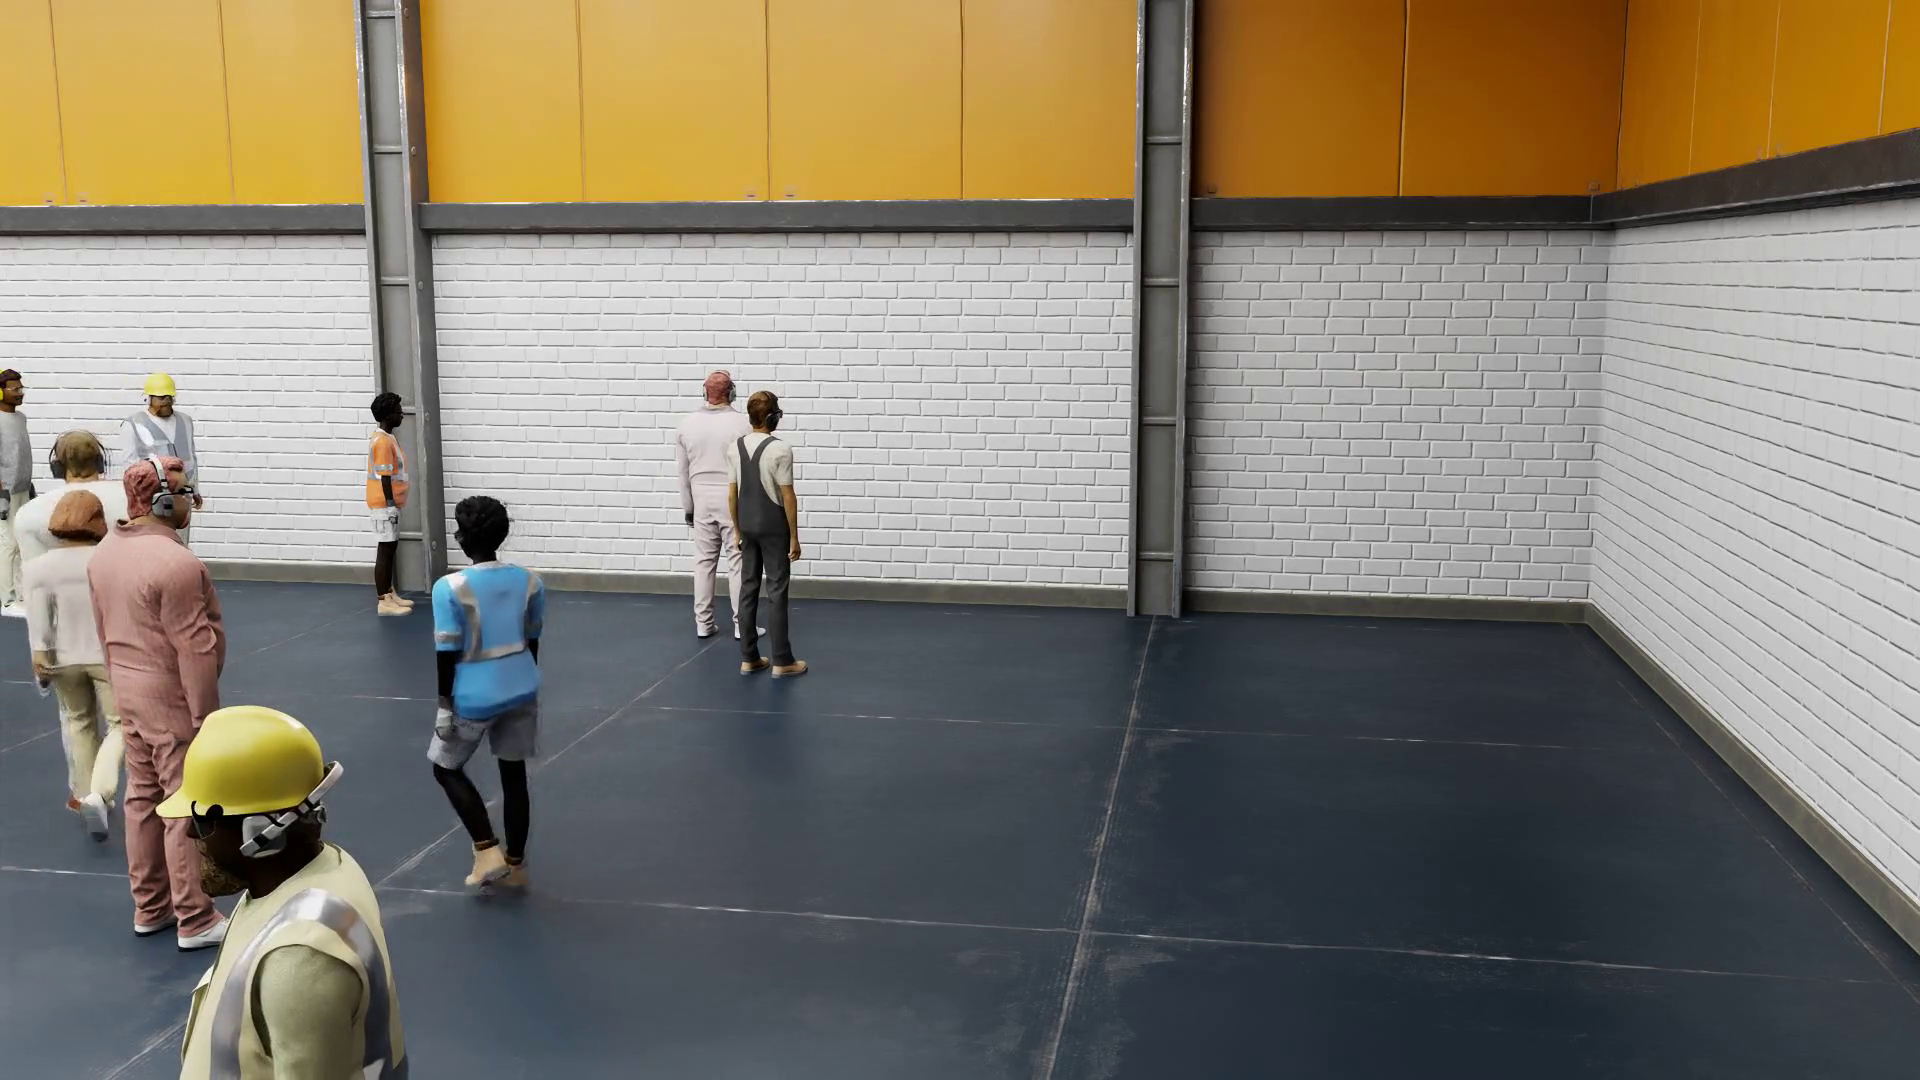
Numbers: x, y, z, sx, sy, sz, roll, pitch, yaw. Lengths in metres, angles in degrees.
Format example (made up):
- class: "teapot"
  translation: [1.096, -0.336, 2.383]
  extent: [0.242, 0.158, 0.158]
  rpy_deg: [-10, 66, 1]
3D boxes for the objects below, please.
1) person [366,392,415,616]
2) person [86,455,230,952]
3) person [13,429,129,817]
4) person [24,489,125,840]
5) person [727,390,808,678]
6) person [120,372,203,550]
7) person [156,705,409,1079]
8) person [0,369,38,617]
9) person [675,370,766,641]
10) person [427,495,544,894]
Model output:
- class: "person"
  translation: [-4.332, -0.272, 12.609]
  extent: [0.320, 1.694, 0.531]
  rpy_deg: [-2, 10, -14]
- class: "person"
  translation: [-3.028, 0.625, 6.407]
  extent: [0.648, 1.907, 0.409]
  rpy_deg: [6, 11, 35]
- class: "person"
  translation: [-3.977, 0.432, 7.736]
  extent: [0.651, 1.886, 0.872]
  rpy_deg: [-7, 11, -36]
- class: "person"
  translation: [-4.006, 0.568, 7.646]
  extent: [0.500, 1.607, 0.664]
  rpy_deg: [-1, 9, -9]
- class: "person"
  translation: [-1.245, -0.035, 10.665]
  extent: [0.506, 1.847, 0.343]
  rpy_deg: [5, 10, 28]
- class: "person"
  translation: [-6.145, -0.384, 12.867]
  extent: [0.404, 1.827, 0.601]
  rpy_deg: [6, 11, 33]
- class: "person"
  translation: [-1.242, 1.200, 3.127]
  extent: [0.403, 1.824, 0.592]
  rpy_deg: [-4, 10, -23]
- class: "person"
  translation: [-7.128, -0.355, 12.564]
  extent: [0.328, 1.872, 0.515]
  rpy_deg: [0, 9, -3]
- class: "person"
  translation: [-1.661, -0.242, 11.736]
  extent: [0.648, 1.913, 0.409]
  rpy_deg: [3, 10, 17]
- class: "person"
  translation: [-1.957, 0.652, 6.901]
  extent: [0.372, 1.683, 0.556]
  rpy_deg: [7, 12, 38]
